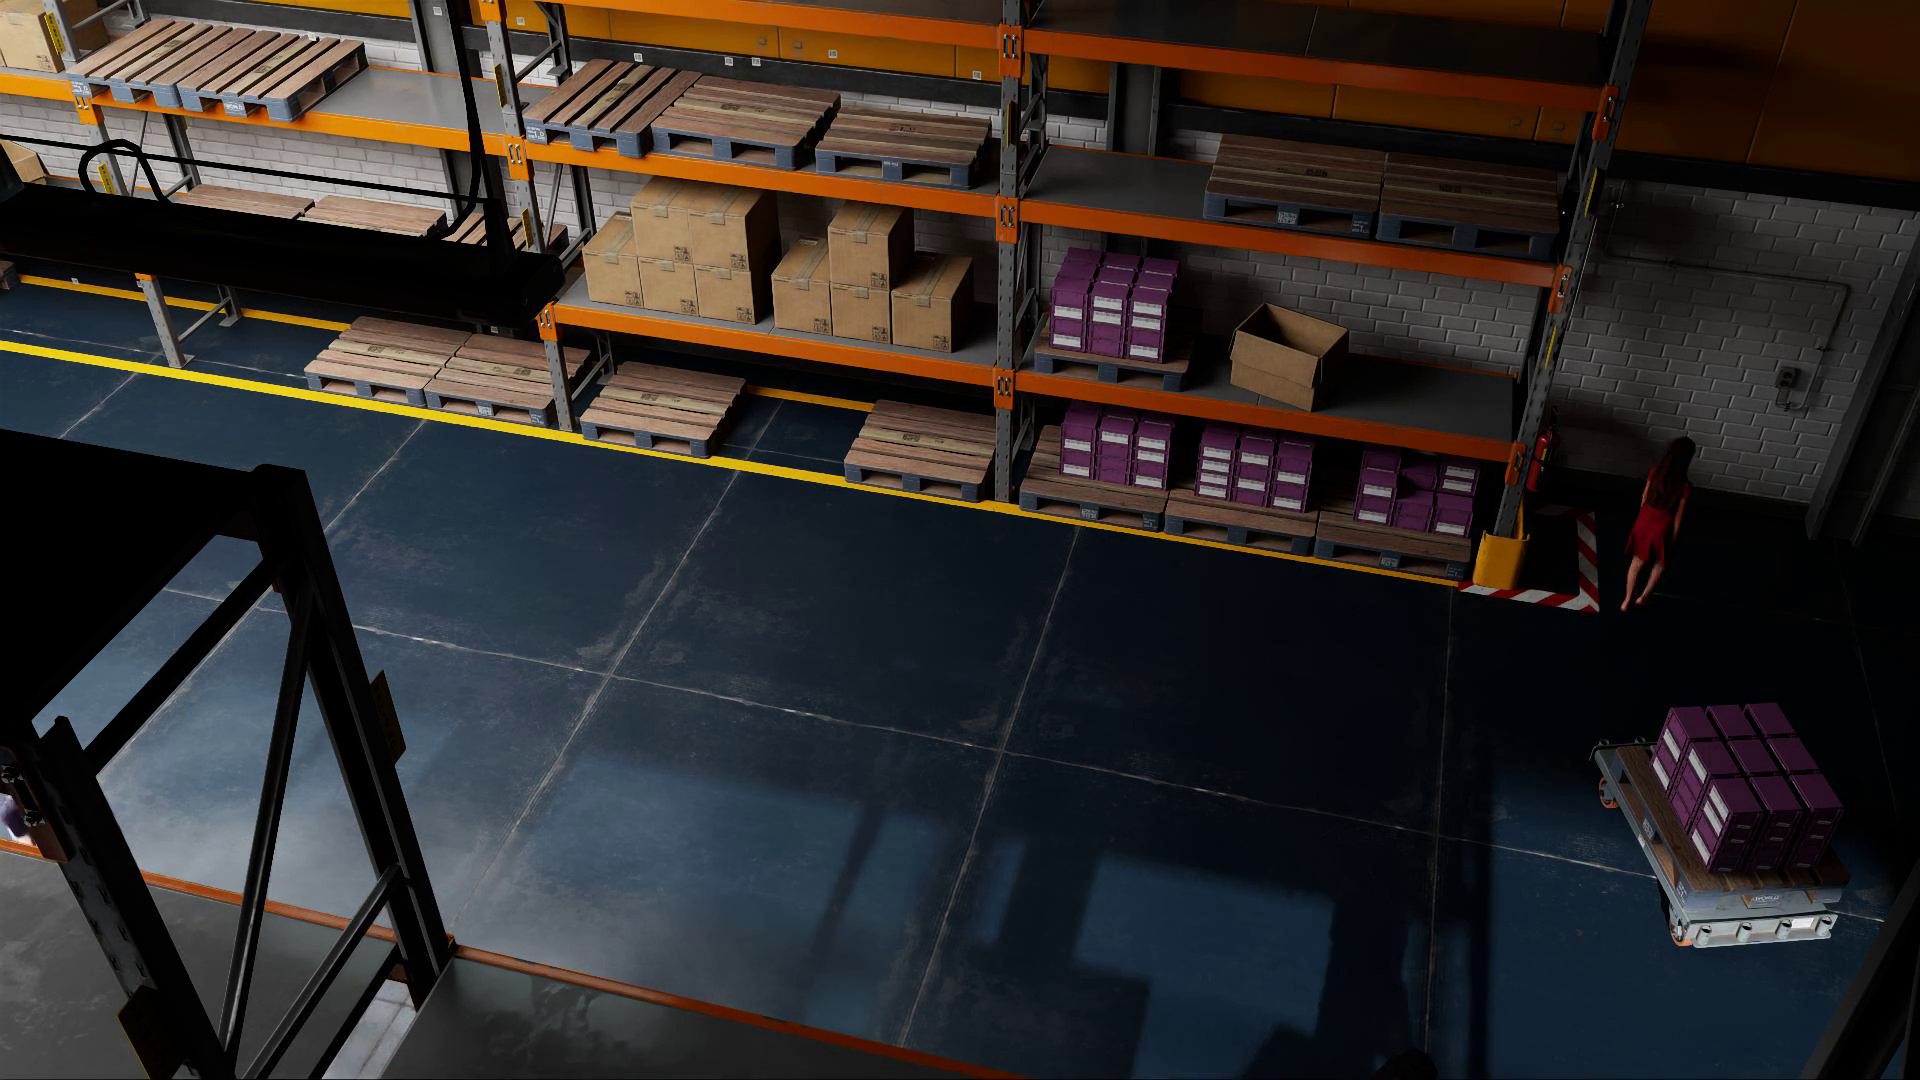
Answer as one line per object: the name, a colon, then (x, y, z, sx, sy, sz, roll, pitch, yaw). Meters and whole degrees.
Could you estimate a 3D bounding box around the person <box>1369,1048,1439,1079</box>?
person: (2.003, 3.046, 8.363, 0.920, 1.777, 0.829, 19, 42, 22)

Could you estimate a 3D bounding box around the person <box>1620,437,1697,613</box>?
person: (5.174, -0.070, 12.455, 0.732, 1.539, 0.680, -31, 48, -33)
